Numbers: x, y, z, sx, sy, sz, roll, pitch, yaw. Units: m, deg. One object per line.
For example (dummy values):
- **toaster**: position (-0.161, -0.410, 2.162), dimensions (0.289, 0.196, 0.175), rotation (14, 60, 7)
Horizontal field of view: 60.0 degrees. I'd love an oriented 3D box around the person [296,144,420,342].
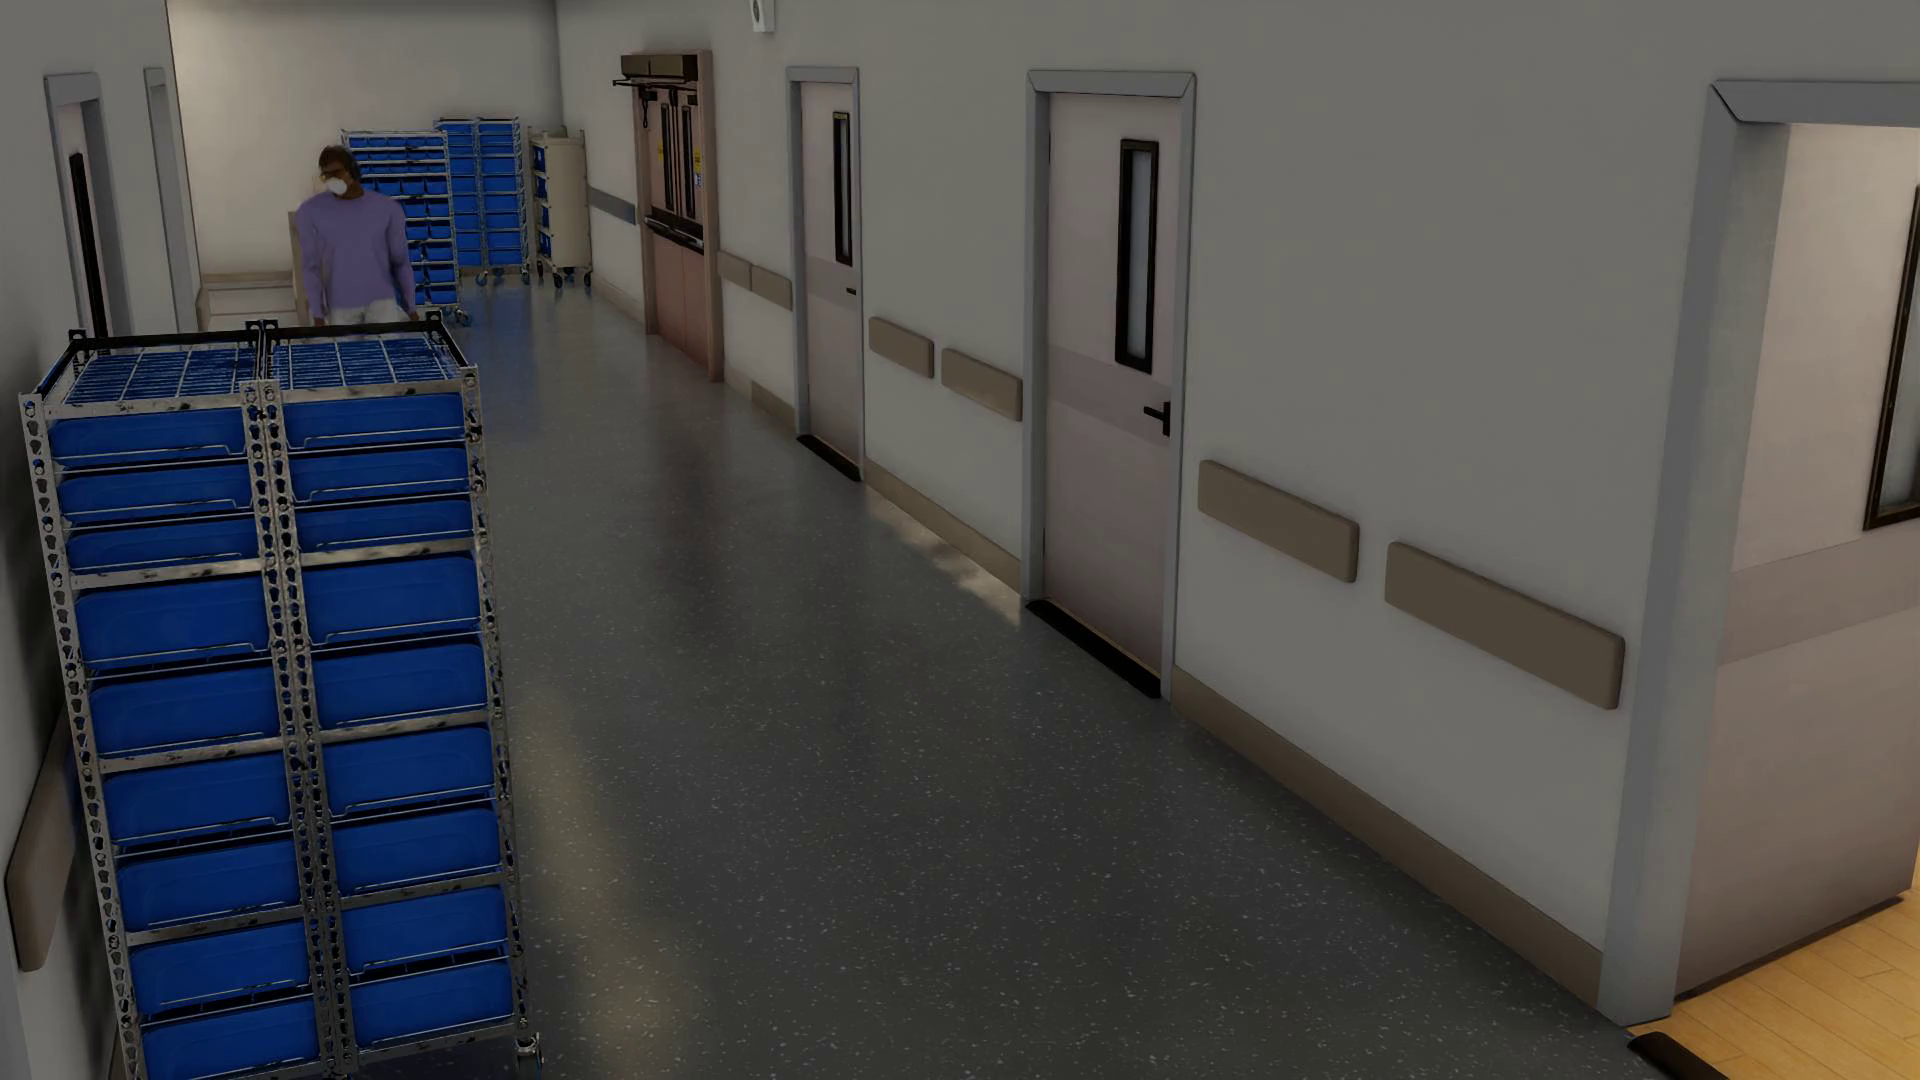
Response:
- **person**: position (-3.633, -1.442, 10.102), dimensions (0.639, 1.908, 0.852), rotation (-5, 17, -18)
